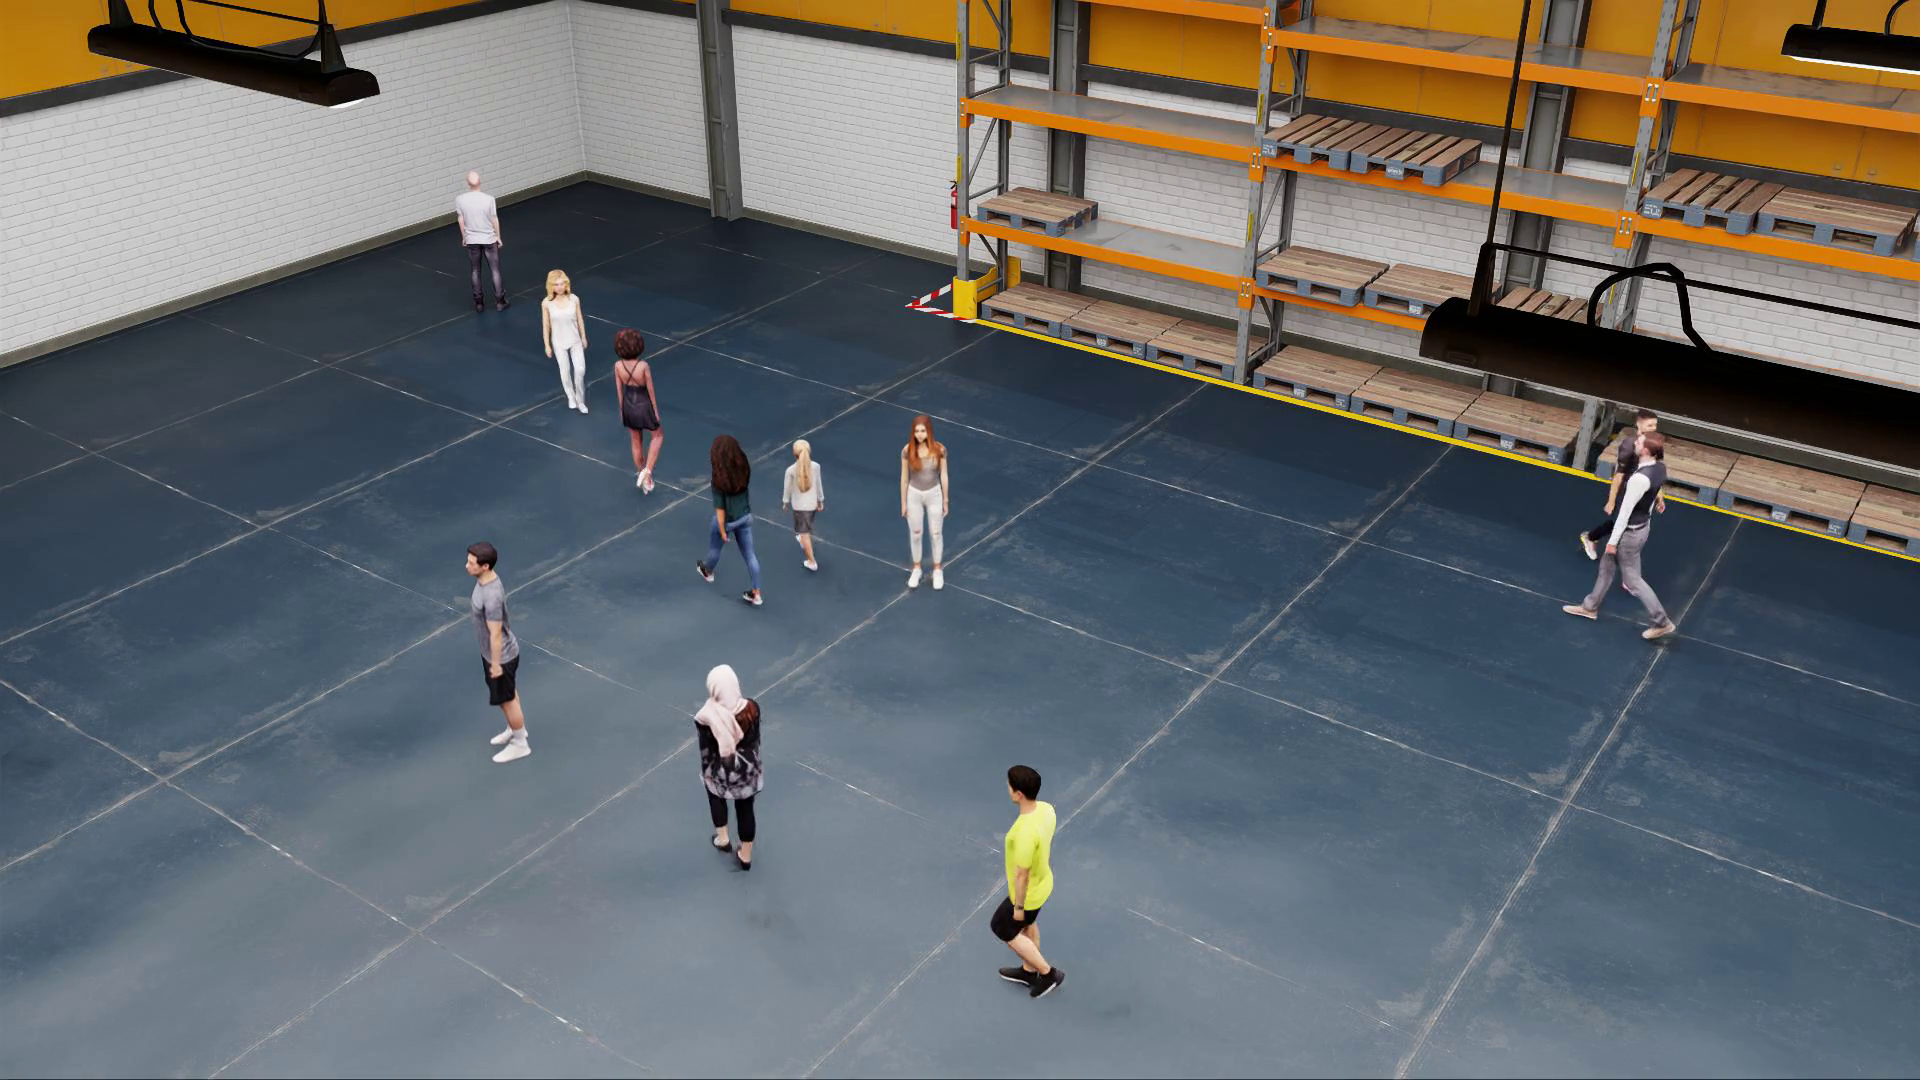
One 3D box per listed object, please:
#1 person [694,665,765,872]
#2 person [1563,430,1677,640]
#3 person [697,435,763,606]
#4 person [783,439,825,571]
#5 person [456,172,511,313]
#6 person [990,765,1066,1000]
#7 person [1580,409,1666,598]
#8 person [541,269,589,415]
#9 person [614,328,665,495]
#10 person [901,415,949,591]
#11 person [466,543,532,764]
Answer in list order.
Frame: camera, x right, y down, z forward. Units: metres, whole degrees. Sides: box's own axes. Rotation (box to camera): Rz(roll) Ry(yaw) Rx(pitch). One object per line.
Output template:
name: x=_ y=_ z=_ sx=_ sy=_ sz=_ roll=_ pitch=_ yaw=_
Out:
person: x=-1.555 y=1.630 z=11.612 sx=0.776 sy=1.620 sz=0.829 roll=-12 pitch=31 yaw=-20
person: x=5.874 y=-0.017 z=14.337 sx=1.209 sy=1.903 sz=0.709 roll=20 pitch=34 yaw=32
person: x=-1.973 y=-0.143 z=14.918 sx=0.758 sy=1.567 sz=1.126 roll=-24 pitch=37 yaw=-37
person: x=-1.436 y=-0.314 z=15.568 sx=0.769 sy=1.246 sz=0.953 roll=-14 pitch=32 yaw=-24
person: x=-6.173 y=-3.848 z=21.435 sx=0.733 sy=1.832 sz=0.819 roll=-2 pitch=29 yaw=-3
person: x=0.507 y=2.191 z=10.511 sx=0.805 sy=1.691 sz=0.741 roll=9 pitch=30 yaw=16
person: x=6.107 y=-0.419 z=15.266 sx=0.999 sy=1.719 sz=1.271 roll=-15 pitch=32 yaw=-25
person: x=-4.439 y=-2.271 z=18.727 sx=0.820 sy=1.656 sz=0.884 roll=-9 pitch=30 yaw=-15
person: x=-3.249 y=-1.239 z=16.709 sx=0.741 sy=1.776 sz=0.779 roll=6 pitch=29 yaw=11
person: x=-0.312 y=-0.366 z=15.171 sx=0.609 sy=1.718 sz=0.716 roll=2 pitch=29 yaw=3
person: x=-3.538 y=0.842 z=12.801 sx=0.798 sy=1.866 sz=0.698 roll=-9 pitch=30 yaw=-17
